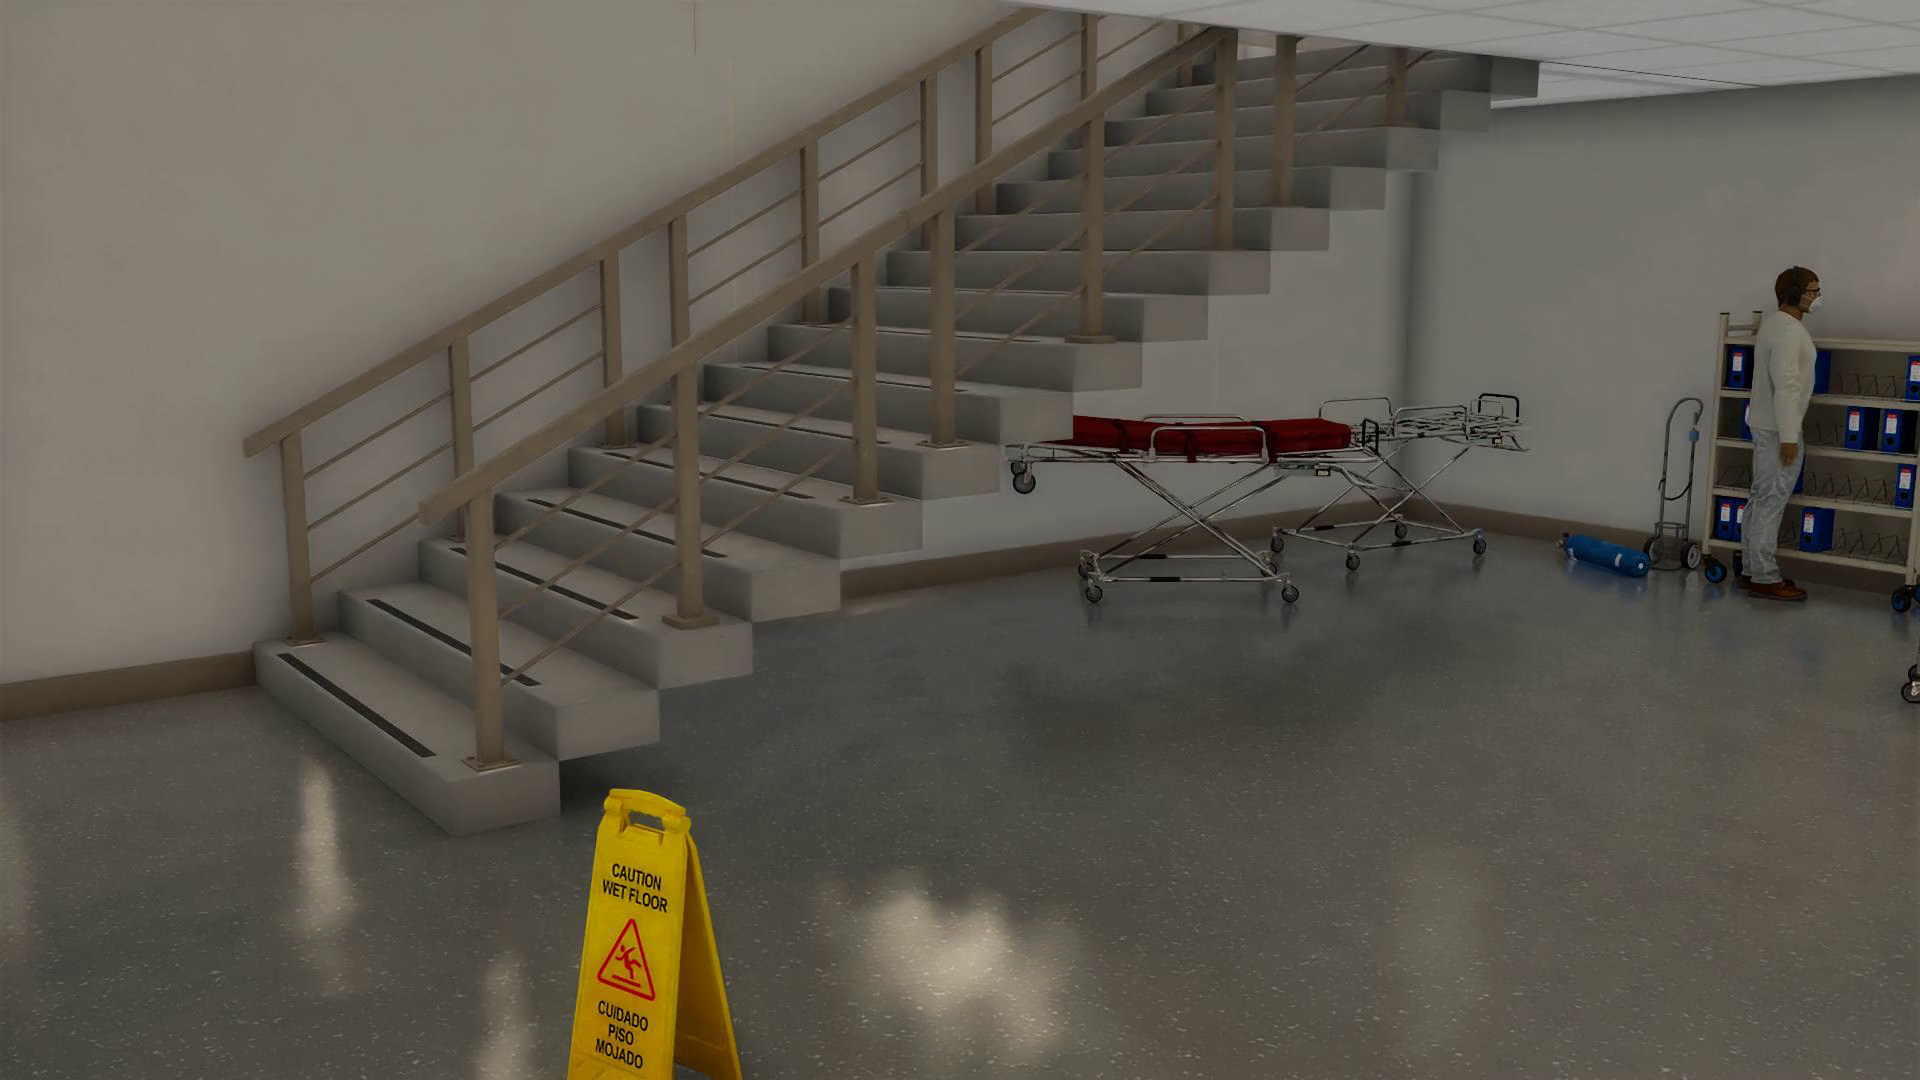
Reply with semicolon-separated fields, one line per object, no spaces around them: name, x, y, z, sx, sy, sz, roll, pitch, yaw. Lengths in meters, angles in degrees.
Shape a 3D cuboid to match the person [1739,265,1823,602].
person;4.801;-0.623;9.724;0.372;1.940;0.627;3;10;18
